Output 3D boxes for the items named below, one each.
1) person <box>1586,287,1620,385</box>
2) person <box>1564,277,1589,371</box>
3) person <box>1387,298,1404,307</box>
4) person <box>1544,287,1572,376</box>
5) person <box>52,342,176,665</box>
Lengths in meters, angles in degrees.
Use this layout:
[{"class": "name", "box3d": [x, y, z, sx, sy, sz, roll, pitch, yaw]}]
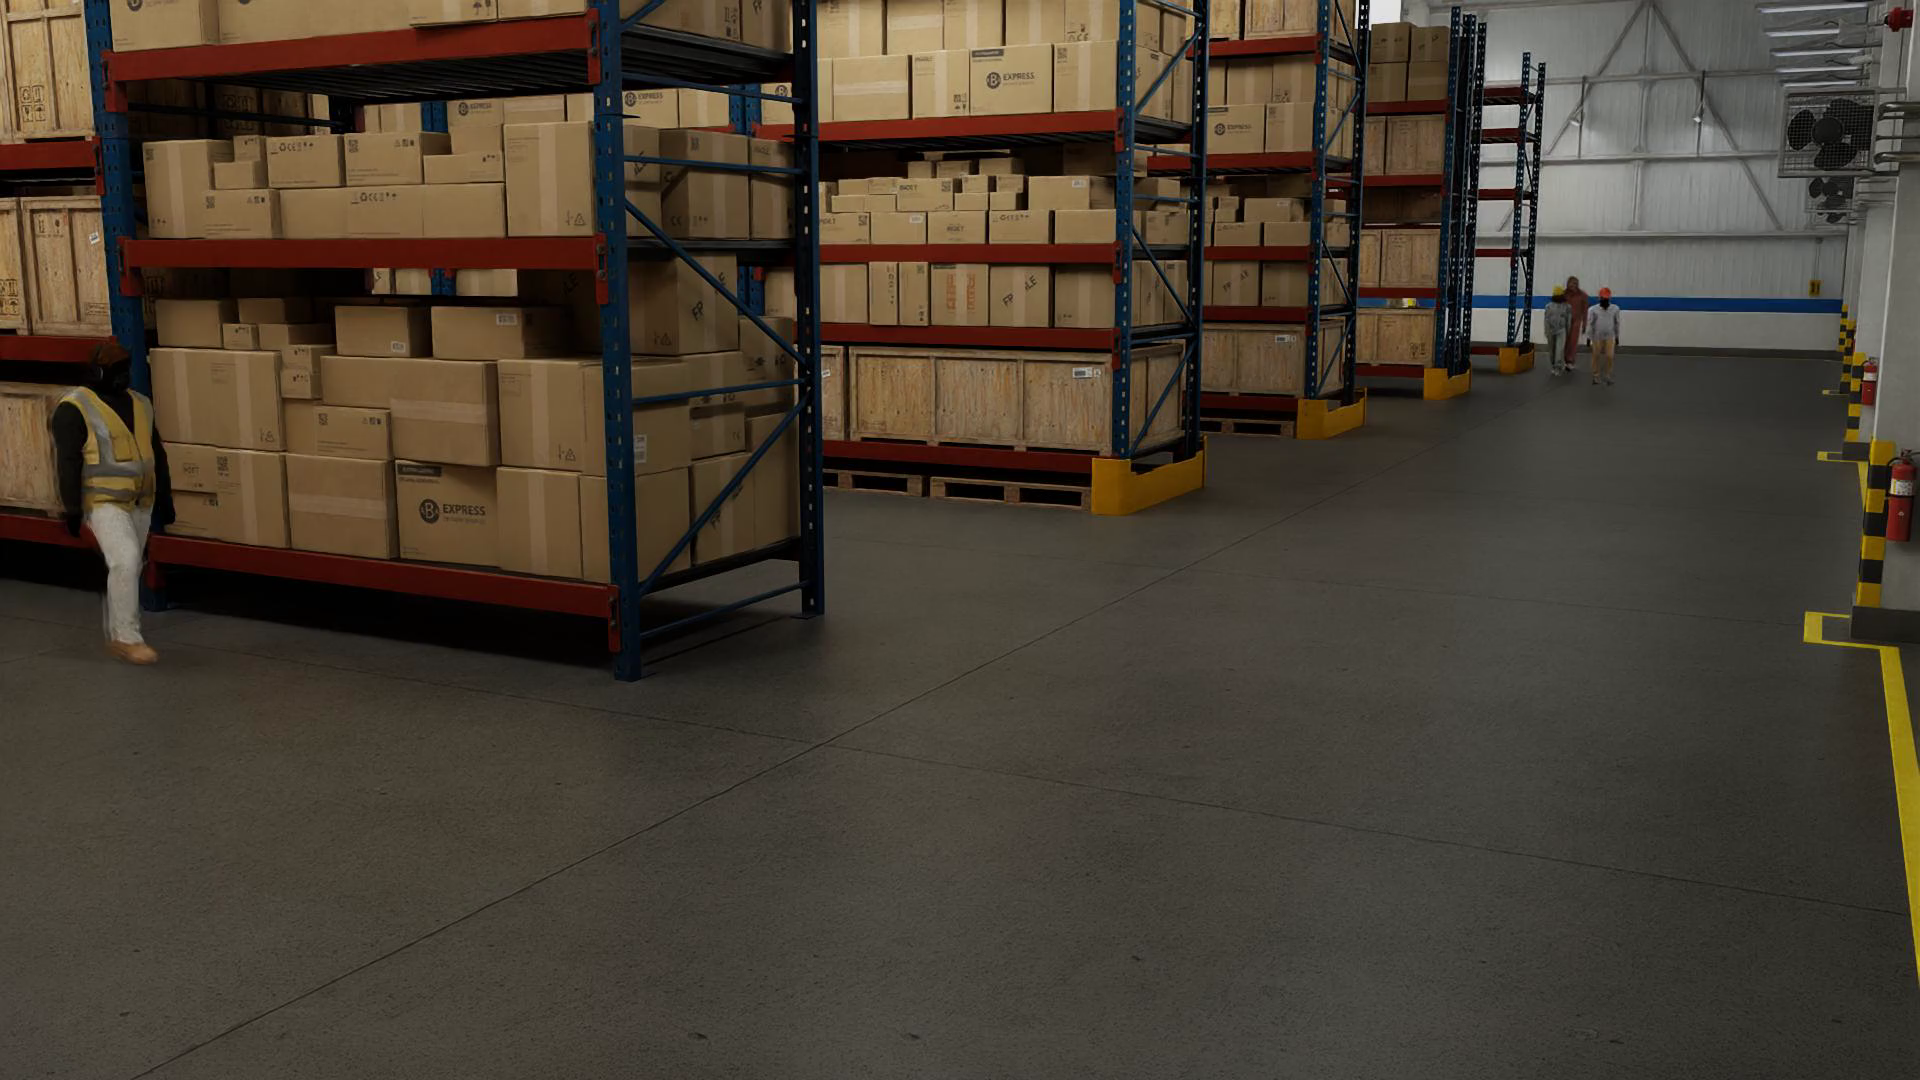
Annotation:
[{"class": "person", "box3d": [11.343, -3.575, 29.288, 0.602, 1.717, 0.796, 1, 10, 7]}, {"class": "person", "box3d": [12.102, -4.284, 33.025, 0.648, 1.855, 0.987, 7, 12, 35]}, {"class": "person", "box3d": [9.382, -4.859, 36.000, 0.542, 1.979, 0.617, 5, 11, 26]}, {"class": "person", "box3d": [11.438, -3.998, 31.835, 0.478, 1.701, 0.838, 6, 11, 29]}, {"class": "person", "box3d": [-4.701, -0.201, 9.451, 0.632, 1.824, 0.652, 3, 10, 18]}]
